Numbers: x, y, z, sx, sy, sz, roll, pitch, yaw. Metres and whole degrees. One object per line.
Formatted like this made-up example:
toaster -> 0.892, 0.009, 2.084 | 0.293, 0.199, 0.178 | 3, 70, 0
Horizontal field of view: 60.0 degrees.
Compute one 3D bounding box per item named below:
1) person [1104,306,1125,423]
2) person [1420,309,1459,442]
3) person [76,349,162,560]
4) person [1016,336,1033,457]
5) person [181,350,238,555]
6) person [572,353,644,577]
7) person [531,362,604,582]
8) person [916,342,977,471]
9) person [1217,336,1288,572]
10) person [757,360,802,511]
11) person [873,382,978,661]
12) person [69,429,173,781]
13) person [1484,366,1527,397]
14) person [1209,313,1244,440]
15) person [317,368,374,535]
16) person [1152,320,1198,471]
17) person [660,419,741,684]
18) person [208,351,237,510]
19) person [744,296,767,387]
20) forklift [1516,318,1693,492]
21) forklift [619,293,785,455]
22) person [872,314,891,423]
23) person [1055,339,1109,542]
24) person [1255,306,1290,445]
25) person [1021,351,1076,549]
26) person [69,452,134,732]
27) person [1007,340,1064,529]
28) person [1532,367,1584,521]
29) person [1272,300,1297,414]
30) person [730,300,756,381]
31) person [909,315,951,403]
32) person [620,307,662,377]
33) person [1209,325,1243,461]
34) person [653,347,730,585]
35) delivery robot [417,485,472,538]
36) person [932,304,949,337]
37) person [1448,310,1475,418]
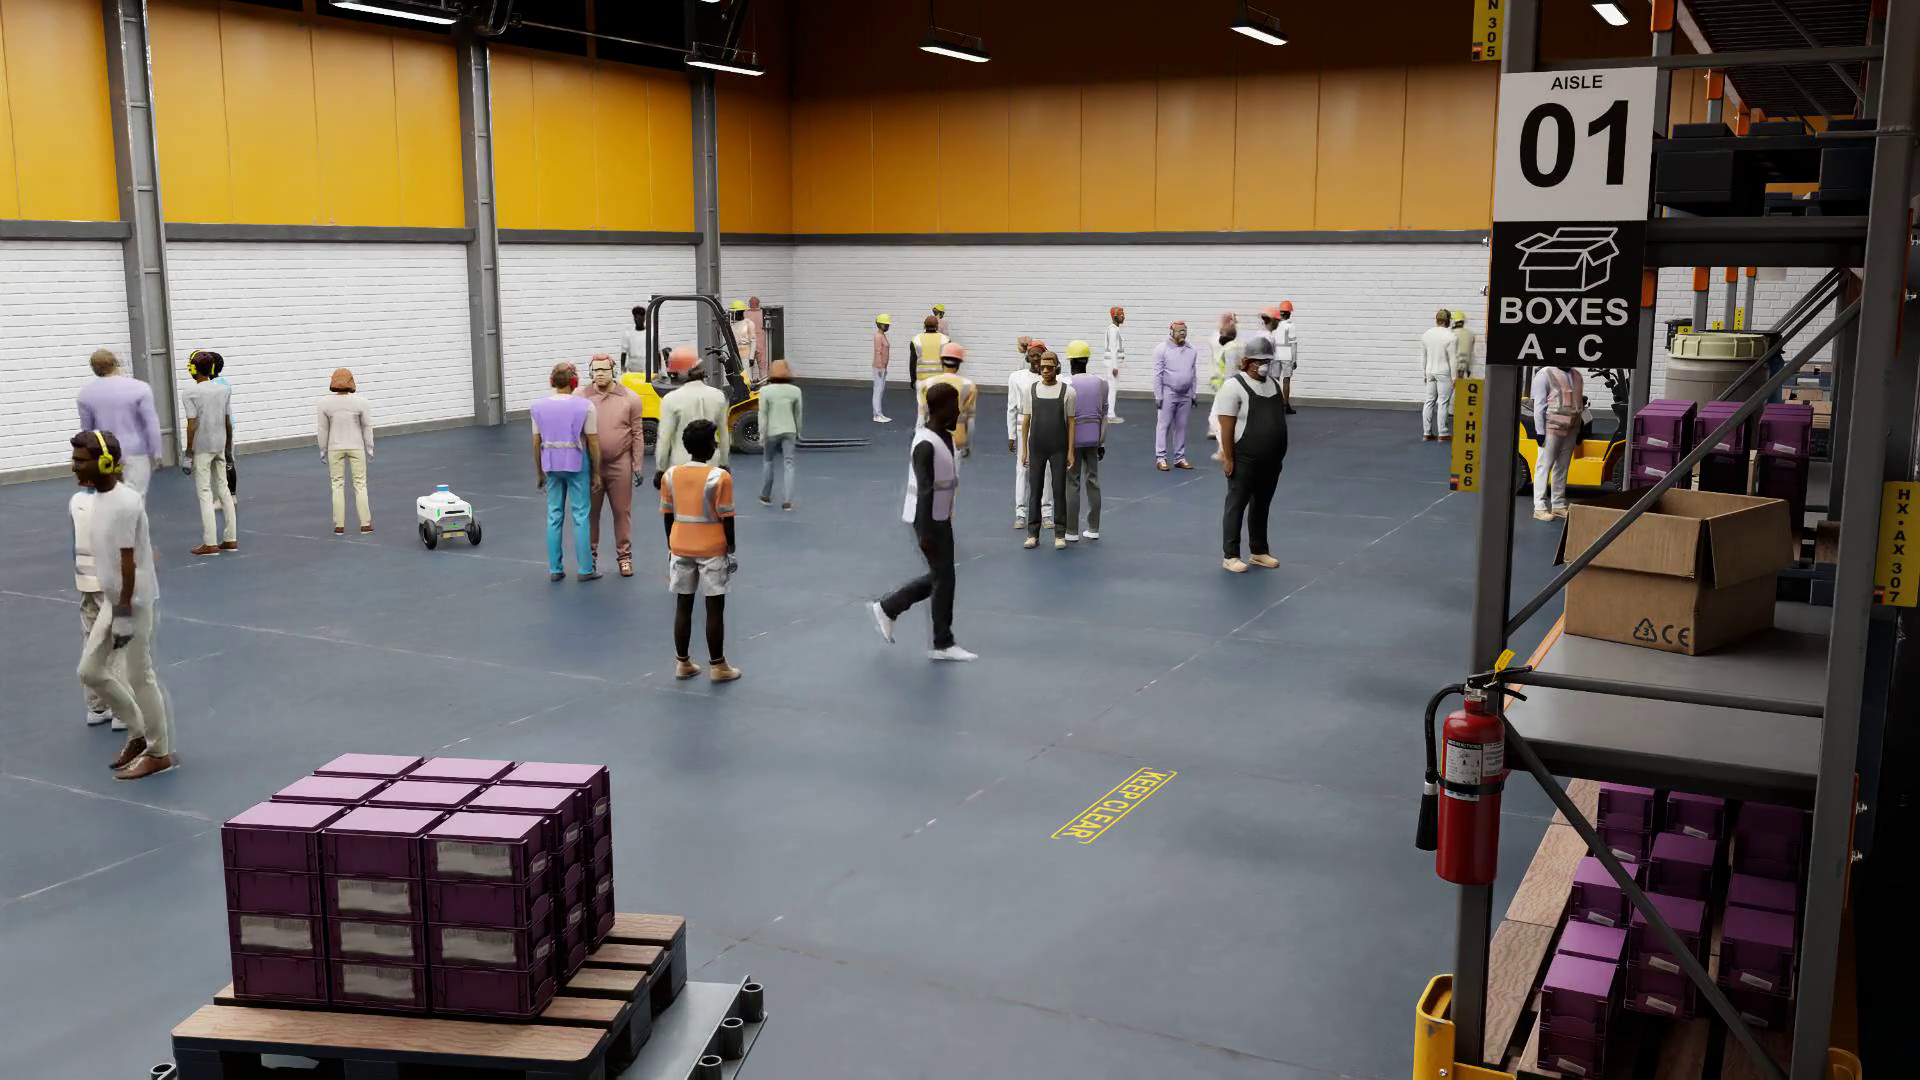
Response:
person -> 2.501, -2.834, 26.934 | 0.337, 1.882, 0.584 | 1, 10, 5
person -> 6.983, -2.386, 24.186 | 0.367, 1.939, 0.635 | -7, 12, -35
person -> -7.404, -0.721, 14.666 | 0.677, 1.906, 0.426 | 0, 10, 0
person -> 0.913, -1.936, 22.474 | 0.319, 1.631, 0.526 | 0, 10, 2
person -> -6.863, -0.794, 15.164 | 0.315, 1.870, 0.533 | 5, 11, 25
person -> -3.004, -0.628, 14.096 | 0.637, 1.911, 0.403 | -1, 10, -6
person -> -3.277, -0.557, 13.893 | 0.591, 1.839, 0.427 | 1, 10, 7
person -> -0.123, -0.949, 16.023 | 0.580, 1.889, 0.814 | 2, 10, 10
person -> 2.576, -0.747, 14.397 | 0.688, 2.000, 0.536 | -7, 12, -34
person -> -1.965, -1.141, 17.950 | 0.520, 1.592, 0.811 | -4, 11, -23
person -> -0.238, -0.125, 11.239 | 0.684, 1.895, 0.589 | 2, 10, 14
person -> -4.354, 0.345, 8.639 | 0.539, 1.853, 0.420 | 8, 13, 40
person -> 7.693, -2.143, 23.425 | 0.607, 1.735, 1.093 | 7, 12, 35
person -> 4.033, -2.416, 24.581 | 0.863, 1.864, 0.646 | -3, 10, -18
person -> -5.994, -0.863, 16.251 | 0.508, 1.631, 0.265 | -3, 10, -15
person -> 2.745, -1.831, 21.060 | 0.639, 1.911, 0.402 | -5, 11, -26
person -> -1.658, 0.071, 10.650 | 0.539, 1.698, 0.318 | 4, 11, 24
person -> -7.965, -1.170, 17.847 | 0.318, 1.697, 0.535 | -1, 10, -7
person -> -3.965, -3.758, 32.224 | 0.655, 1.905, 0.407 | -1, 10, -3
forklift -> 7.066, -1.601, 18.899 | 2.313, 2.155, 1.214 | 5, 11, 27
forklift -> -3.588, -2.317, 23.042 | 2.313, 2.155, 1.214 | -1, 10, -5
person -> -1.264, -2.791, 27.050 | 0.328, 1.762, 0.523 | 1, 10, 7
person -> 1.138, -0.940, 15.840 | 0.587, 1.929, 0.360 | -5, 11, -28
person -> 4.248, -2.332, 23.698 | 0.922, 2.009, 0.618 | -1, 10, -8
person -> 0.816, -0.831, 15.453 | 0.512, 1.845, 0.339 | 2, 10, 10
person -> -4.916, 0.285, 9.592 | 0.523, 1.636, 0.310 | 6, 12, 33
person -> 0.756, -1.046, 16.587 | 0.578, 1.883, 0.353 | 0, 10, -1
person -> 6.182, -1.119, 17.152 | 0.621, 1.838, 0.429 | -5, 11, -28
person -> 5.527, -3.114, 28.398 | 0.553, 1.935, 0.361 | 9, 14, 44
person -> -3.831, -3.242, 29.180 | 0.589, 1.924, 0.384 | 8, 13, 38
person -> -0.420, -2.352, 24.264 | 0.637, 1.842, 0.429 | 0, 10, -1
person -> -4.988, -2.687, 26.013 | 0.631, 1.909, 1.025 | 0, 10, 0
person -> 3.527, -1.925, 21.950 | 0.442, 1.800, 0.719 | 3, 10, 16
person -> -2.210, -0.604, 13.760 | 0.678, 1.972, 0.404 | -8, 13, -38
delivery robot -> -4.877, -0.279, 15.715 | 0.477, 0.478, 0.707 | -6, 12, -33
person -> -0.419, -3.715, 32.405 | 0.523, 1.759, 0.333 | 7, 12, 35
person -> 8.191, -2.869, 27.370 | 0.599, 1.808, 0.776 | -4, 10, -20
